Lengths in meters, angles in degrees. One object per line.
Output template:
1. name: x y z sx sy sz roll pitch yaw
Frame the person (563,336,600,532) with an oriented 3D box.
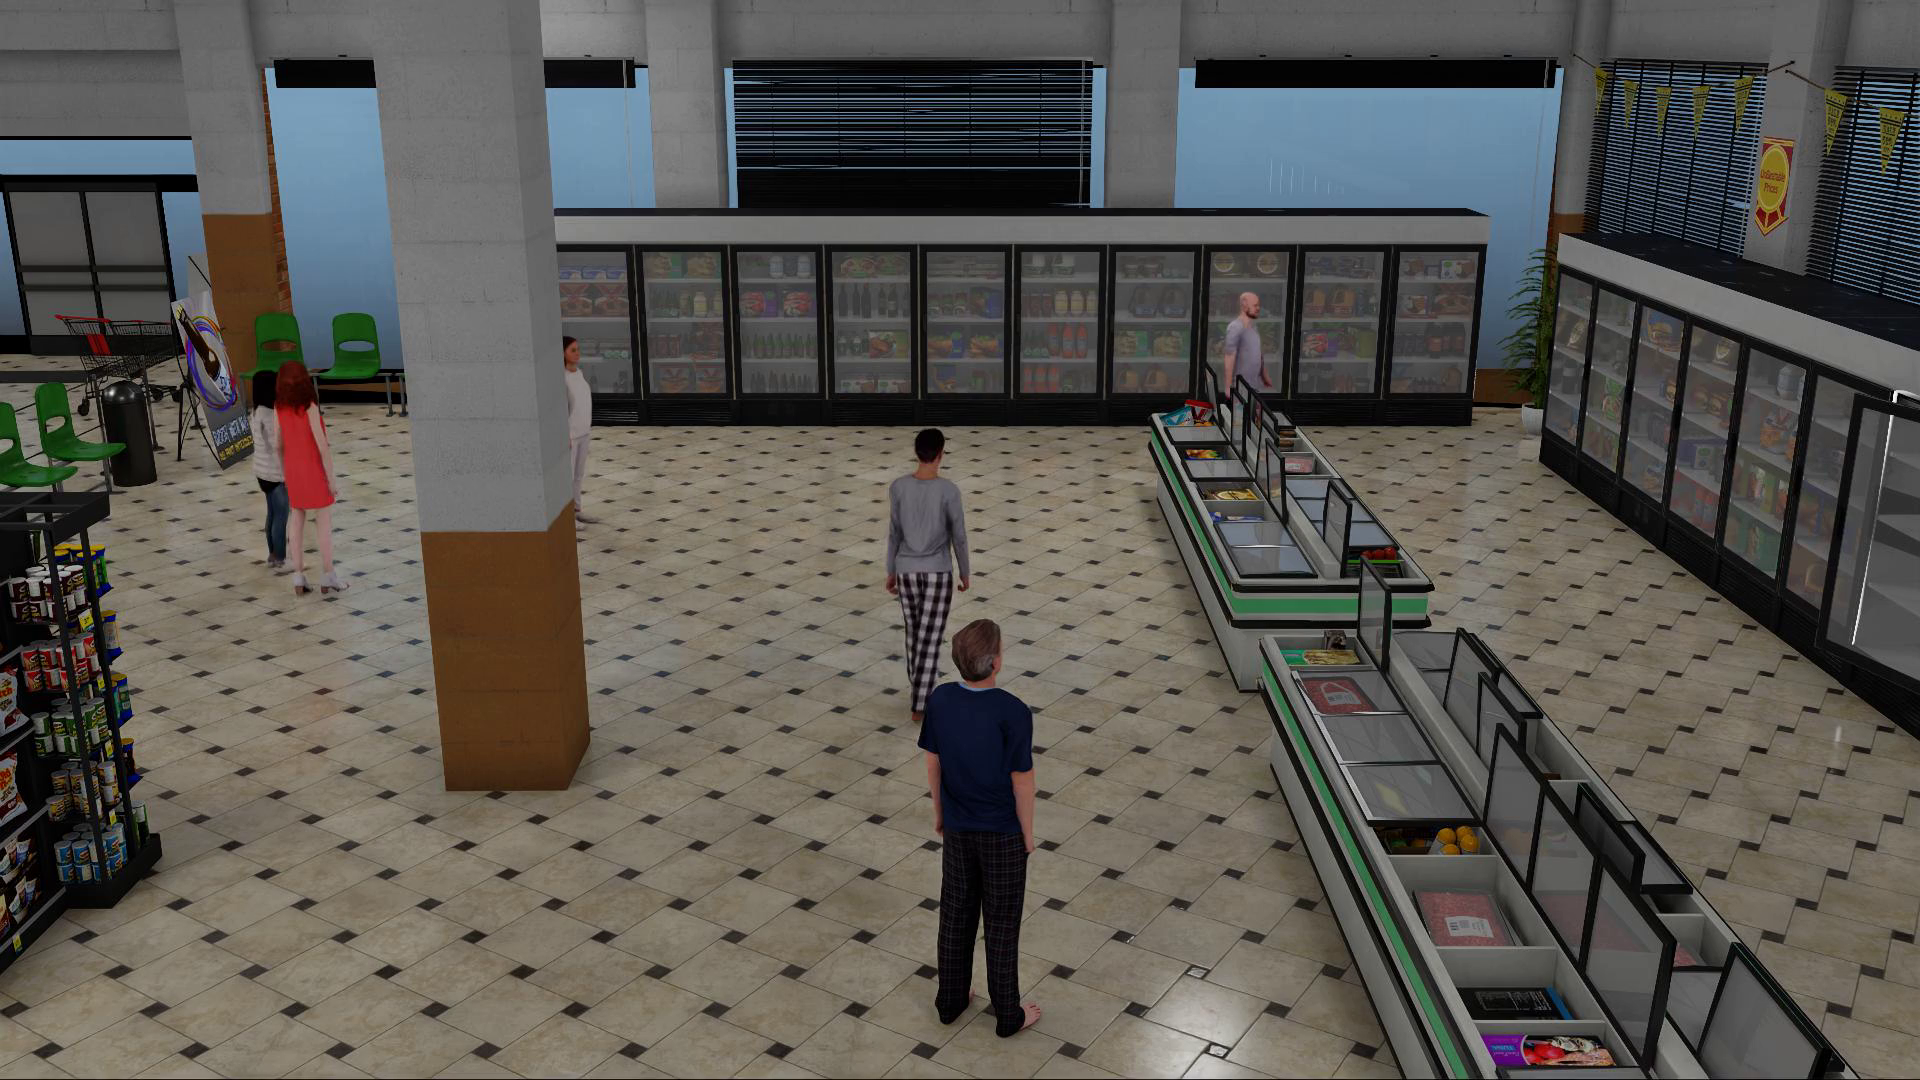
1. person: -3.385 -0.941 14.489 0.704 1.688 0.554 4 17 14

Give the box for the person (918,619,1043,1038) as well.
1. person: 0.096 1.219 7.059 0.737 1.872 0.711 8 19 25

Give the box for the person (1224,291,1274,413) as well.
1. person: 2.639 -1.509 16.159 0.979 1.804 1.015 6 18 19

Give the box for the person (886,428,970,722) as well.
1. person: -0.247 0.246 10.343 0.828 1.825 1.009 5 18 17

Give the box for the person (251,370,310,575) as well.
1. person: -5.489 -0.557 13.316 0.772 1.635 0.688 -14 22 -39

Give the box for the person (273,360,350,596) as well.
1. person: -5.002 -0.470 12.688 0.668 1.832 0.652 5 18 17
